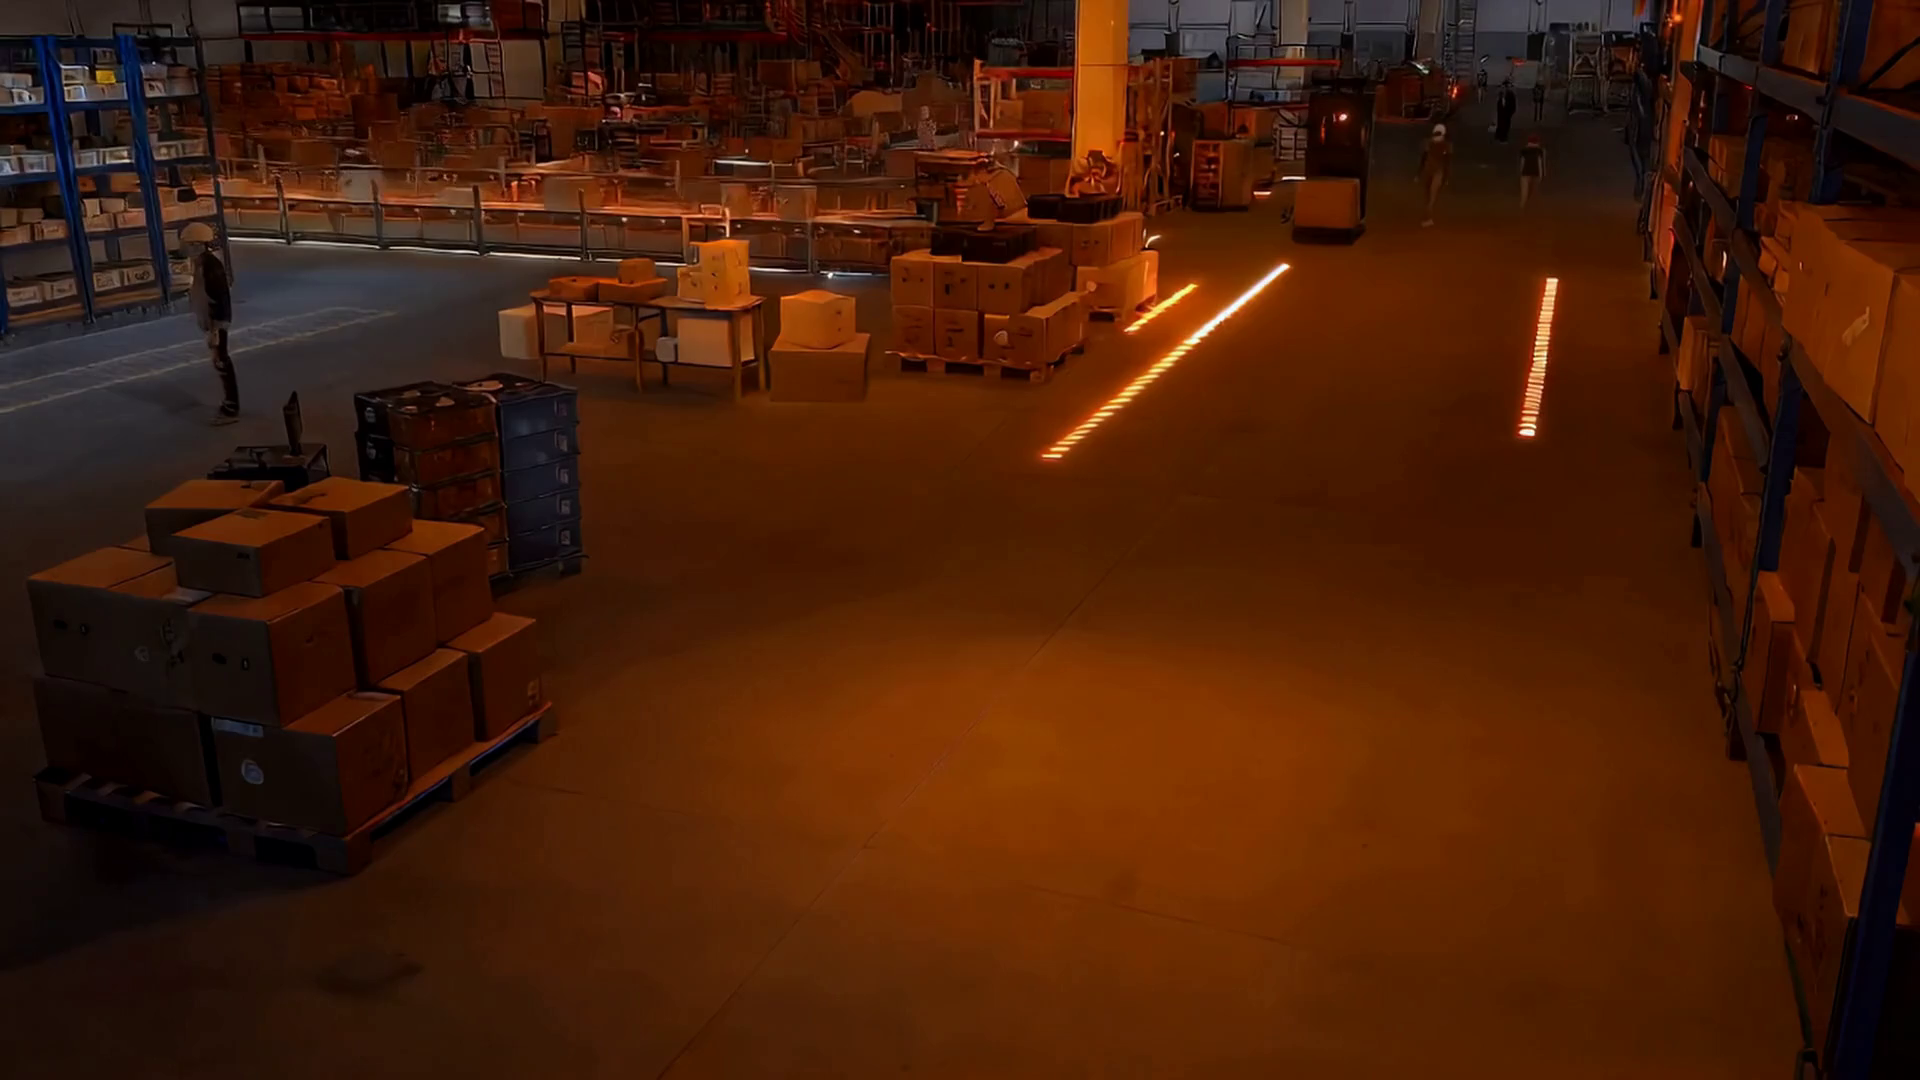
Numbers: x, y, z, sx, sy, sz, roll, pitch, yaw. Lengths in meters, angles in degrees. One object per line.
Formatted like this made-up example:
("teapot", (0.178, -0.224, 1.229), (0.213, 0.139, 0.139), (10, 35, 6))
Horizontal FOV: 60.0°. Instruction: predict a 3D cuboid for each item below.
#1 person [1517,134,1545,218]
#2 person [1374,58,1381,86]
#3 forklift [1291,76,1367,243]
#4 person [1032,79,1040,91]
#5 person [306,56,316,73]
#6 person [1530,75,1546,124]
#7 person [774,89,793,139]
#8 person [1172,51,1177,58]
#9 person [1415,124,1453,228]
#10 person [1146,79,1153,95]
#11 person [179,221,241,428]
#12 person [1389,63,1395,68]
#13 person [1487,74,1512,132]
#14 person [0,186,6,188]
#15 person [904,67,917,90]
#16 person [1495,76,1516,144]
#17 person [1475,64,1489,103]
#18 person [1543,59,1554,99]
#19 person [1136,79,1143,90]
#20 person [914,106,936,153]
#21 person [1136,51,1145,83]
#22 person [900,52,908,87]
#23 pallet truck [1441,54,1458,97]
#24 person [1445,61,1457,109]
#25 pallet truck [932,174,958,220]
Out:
("person", (11.224, -7.175, 32.772), (0.498, 1.605, 0.750), (10, 20, 28))
("person", (20.327, -22.524, 80.794), (0.438, 1.736, 0.484), (5, 18, 16))
("forklift", (6.598, -6.755, 29.381), (1.129, 2.768, 1.873), (6, 19, 19))
("person", (3.016, -17.553, 64.964), (0.403, 1.864, 0.541), (-1, 18, -4))
("person", (-30.363, -21.681, 77.896), (0.346, 1.882, 0.584), (5, 18, 16))
("person", (20.823, -15.857, 59.894), (0.537, 1.699, 0.321), (-5, 18, -14))
("person", (-5.186, -12.374, 48.916), (0.542, 1.731, 0.484), (-1, 18, -4))
("person", (11.092, -24.416, 86.415), (0.610, 1.935, 0.436), (-6, 19, -19))
("person", (8.924, -6.872, 31.353), (0.651, 1.903, 0.833), (12, 21, 33))
("person", (6.529, -15.119, 57.293), (0.317, 1.876, 0.531), (9, 20, 26))
("person", (-7.277, -2.100, 16.190), (0.375, 1.995, 0.610), (-8, 19, -23))
("person", (19.005, -20.183, 73.434), (0.870, 1.717, 0.543), (3, 18, 10))
("person", (18.145, -14.654, 55.783), (0.900, 1.900, 0.575), (-6, 19, -20))
("person", (-17.267, -6.282, 29.591), (0.586, 1.835, 0.404), (-3, 18, -8))
("person", (-1.765, -15.838, 59.362), (1.013, 1.978, 0.759), (-10, 20, -28))
("person", (16.653, -13.092, 50.655), (0.684, 2.000, 0.535), (-14, 22, -36))
("person", (23.064, -20.172, 73.458), (0.540, 1.695, 0.317), (3, 18, 10))
("person", (27.073, -21.199, 76.556), (0.494, 1.789, 1.011), (-1, 18, -4))
("person", (9.446, -24.104, 85.505), (1.007, 1.899, 0.633), (-1, 18, -3))
("person", (-0.861, -9.881, 41.147), (0.538, 1.684, 0.388), (8, 19, 24))
("person", (10.211, -26.610, 93.352), (0.562, 1.898, 0.906), (-8, 19, -23))
("person", (-2.962, -24.723, 87.524), (0.429, 1.842, 0.633), (0, 18, -1))
("pallet truck", (22.765, -21.886, 78.355), (0.823, 1.965, 1.885), (-4, 18, -14))
("person", (20.373, -18.883, 69.032), (0.584, 1.928, 0.374), (-7, 19, -20))
("pallet truck", (-0.507, -5.292, 27.348), (0.653, 1.274, 1.630), (6, 19, 19))
